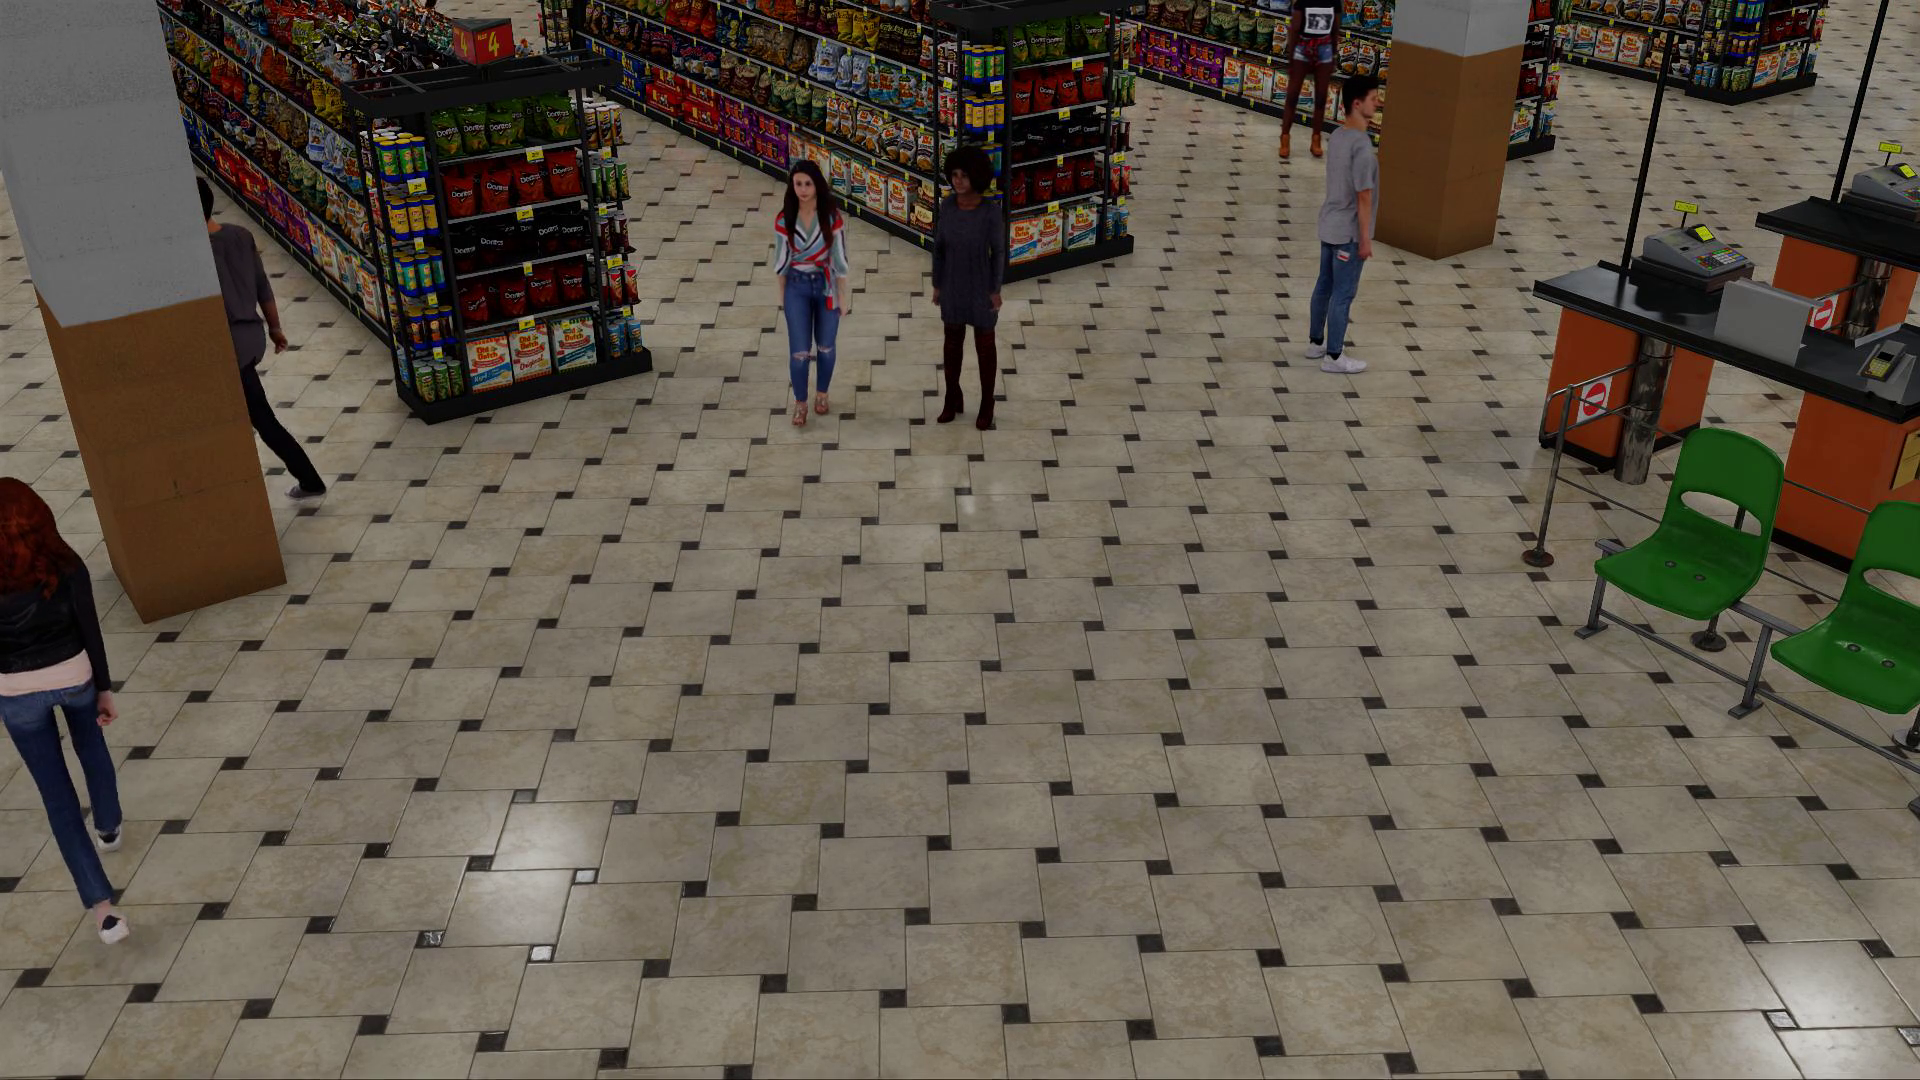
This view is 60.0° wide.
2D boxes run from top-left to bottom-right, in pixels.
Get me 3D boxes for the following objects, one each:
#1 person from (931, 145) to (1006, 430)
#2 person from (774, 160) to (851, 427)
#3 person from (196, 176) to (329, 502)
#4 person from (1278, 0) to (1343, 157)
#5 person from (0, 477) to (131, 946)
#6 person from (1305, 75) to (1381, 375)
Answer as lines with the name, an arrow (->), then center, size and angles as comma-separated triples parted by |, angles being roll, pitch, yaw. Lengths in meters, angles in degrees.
person -> 0.058, -1.490, 9.882 | 0.616, 1.710, 0.726 | 12, 31, 20
person -> -0.877, -1.533, 10.079 | 0.780, 1.596, 0.854 | -3, 29, -5
person -> -3.812, -1.012, 8.917 | 1.286, 1.796, 1.153 | 9, 30, 15
person -> 3.196, -4.360, 15.129 | 0.723, 1.719, 0.759 | 1, 29, 1
person -> -3.232, 0.643, 5.940 | 0.619, 1.744, 1.201 | -17, 33, -28
person -> 2.465, -2.021, 10.671 | 0.811, 1.885, 0.661 | -6, 29, -10
